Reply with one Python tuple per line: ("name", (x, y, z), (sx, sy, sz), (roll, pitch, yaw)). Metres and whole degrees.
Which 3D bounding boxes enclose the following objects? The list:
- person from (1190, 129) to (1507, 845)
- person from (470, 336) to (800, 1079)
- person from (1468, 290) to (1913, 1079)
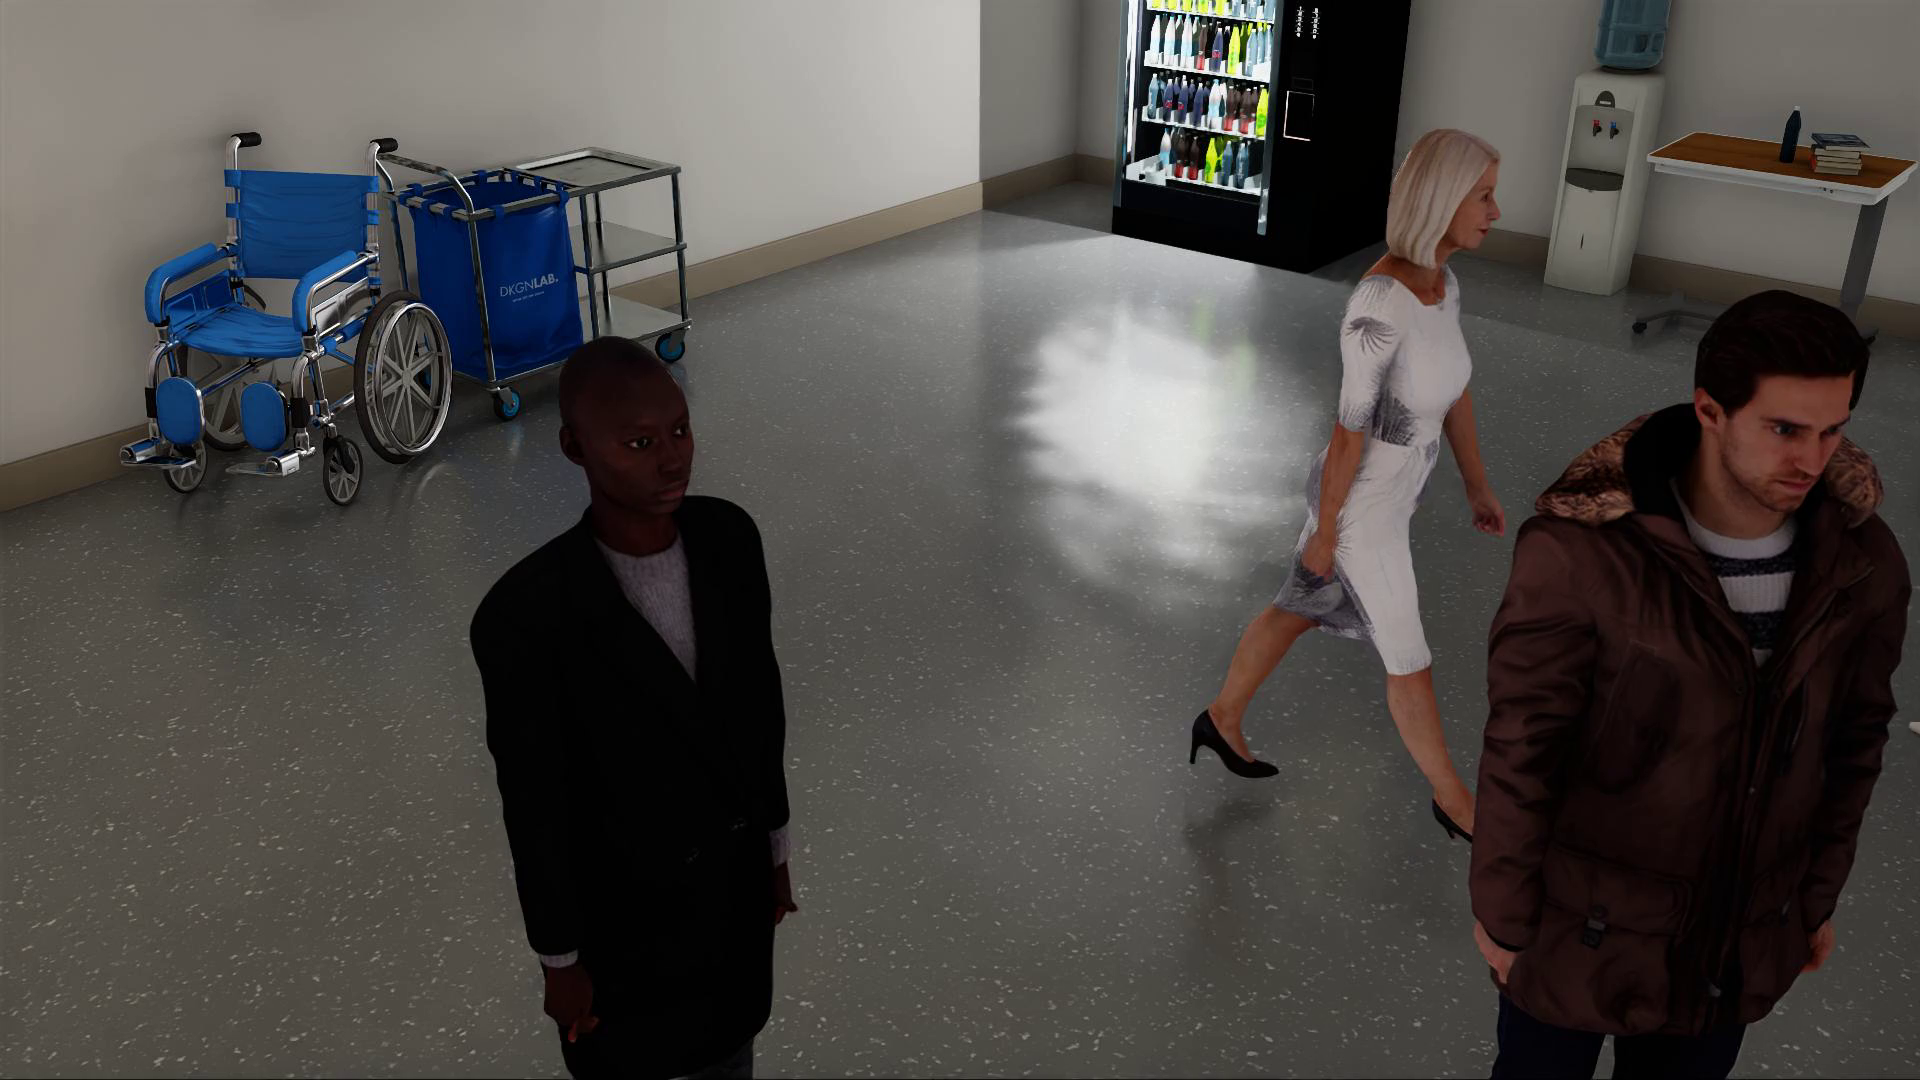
("person", (0.860, -0.067, 3.856), (1.144, 1.685, 0.744), (12, 28, 23))
("person", (-0.478, 0.518, 2.561), (0.584, 1.757, 0.651), (23, 34, 40))
("person", (1.010, 0.520, 2.455), (0.875, 1.846, 0.928), (-3, 26, -6))
